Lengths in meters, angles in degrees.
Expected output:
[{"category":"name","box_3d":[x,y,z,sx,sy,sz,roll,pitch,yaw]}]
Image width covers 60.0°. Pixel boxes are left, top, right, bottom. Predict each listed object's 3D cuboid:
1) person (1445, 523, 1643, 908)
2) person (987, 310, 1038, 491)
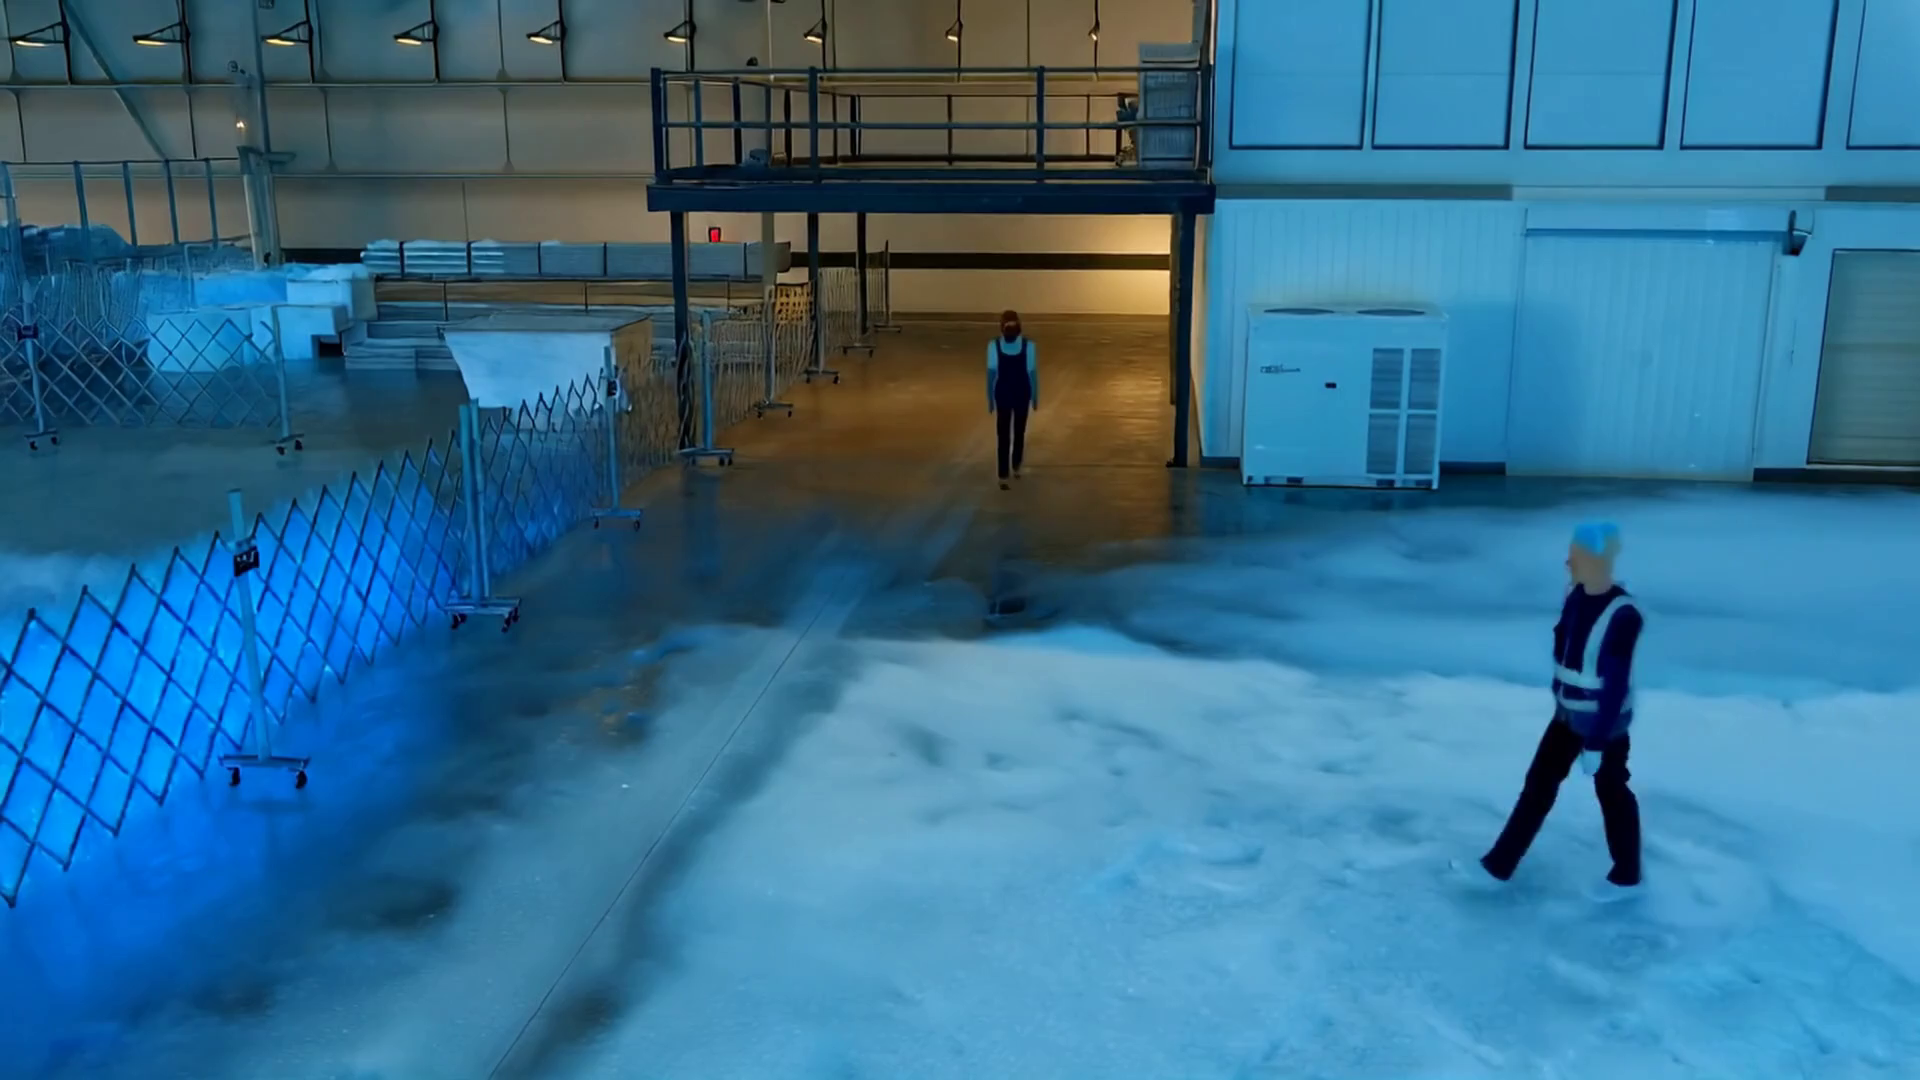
[{"category":"person","box_3d":[2.763,0.828,7.576,0.951,1.832,0.606,-2,14,-8]},{"category":"person","box_3d":[0.531,-1.456,17.018,0.516,1.802,0.978,0,14,-1]}]
